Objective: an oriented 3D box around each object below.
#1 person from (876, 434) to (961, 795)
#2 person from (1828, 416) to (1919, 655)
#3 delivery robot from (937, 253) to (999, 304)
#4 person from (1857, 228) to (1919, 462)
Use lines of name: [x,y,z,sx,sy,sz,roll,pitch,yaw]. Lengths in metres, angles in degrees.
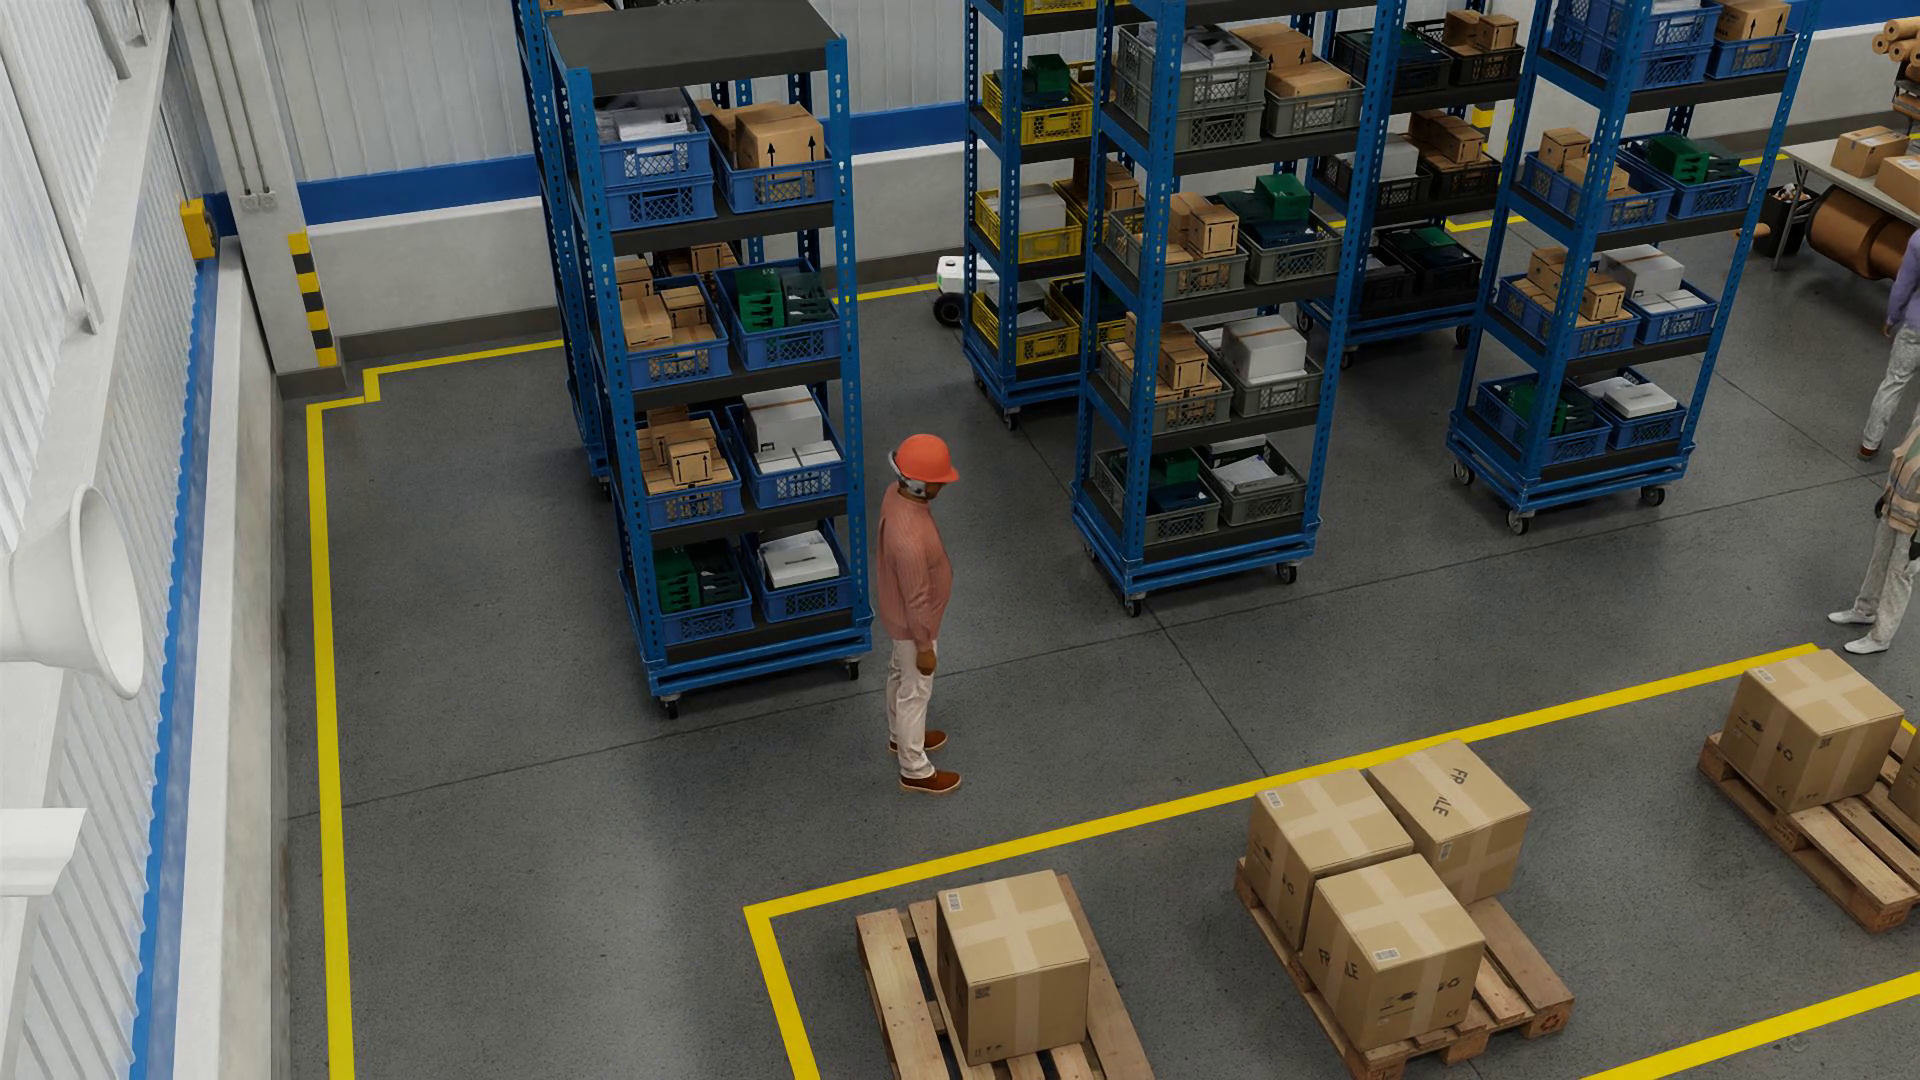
person: [-0.200,0.358,8.048,0.392,1.986,0.610,-6,36,-8]
person: [5.137,-0.110,9.015,0.313,1.634,0.514,2,35,3]
delivery robot: [0.189,-1.973,12.506,0.707,0.478,0.477,3,35,4]
person: [6.143,-1.326,10.476,0.629,1.939,0.372,29,44,34]
